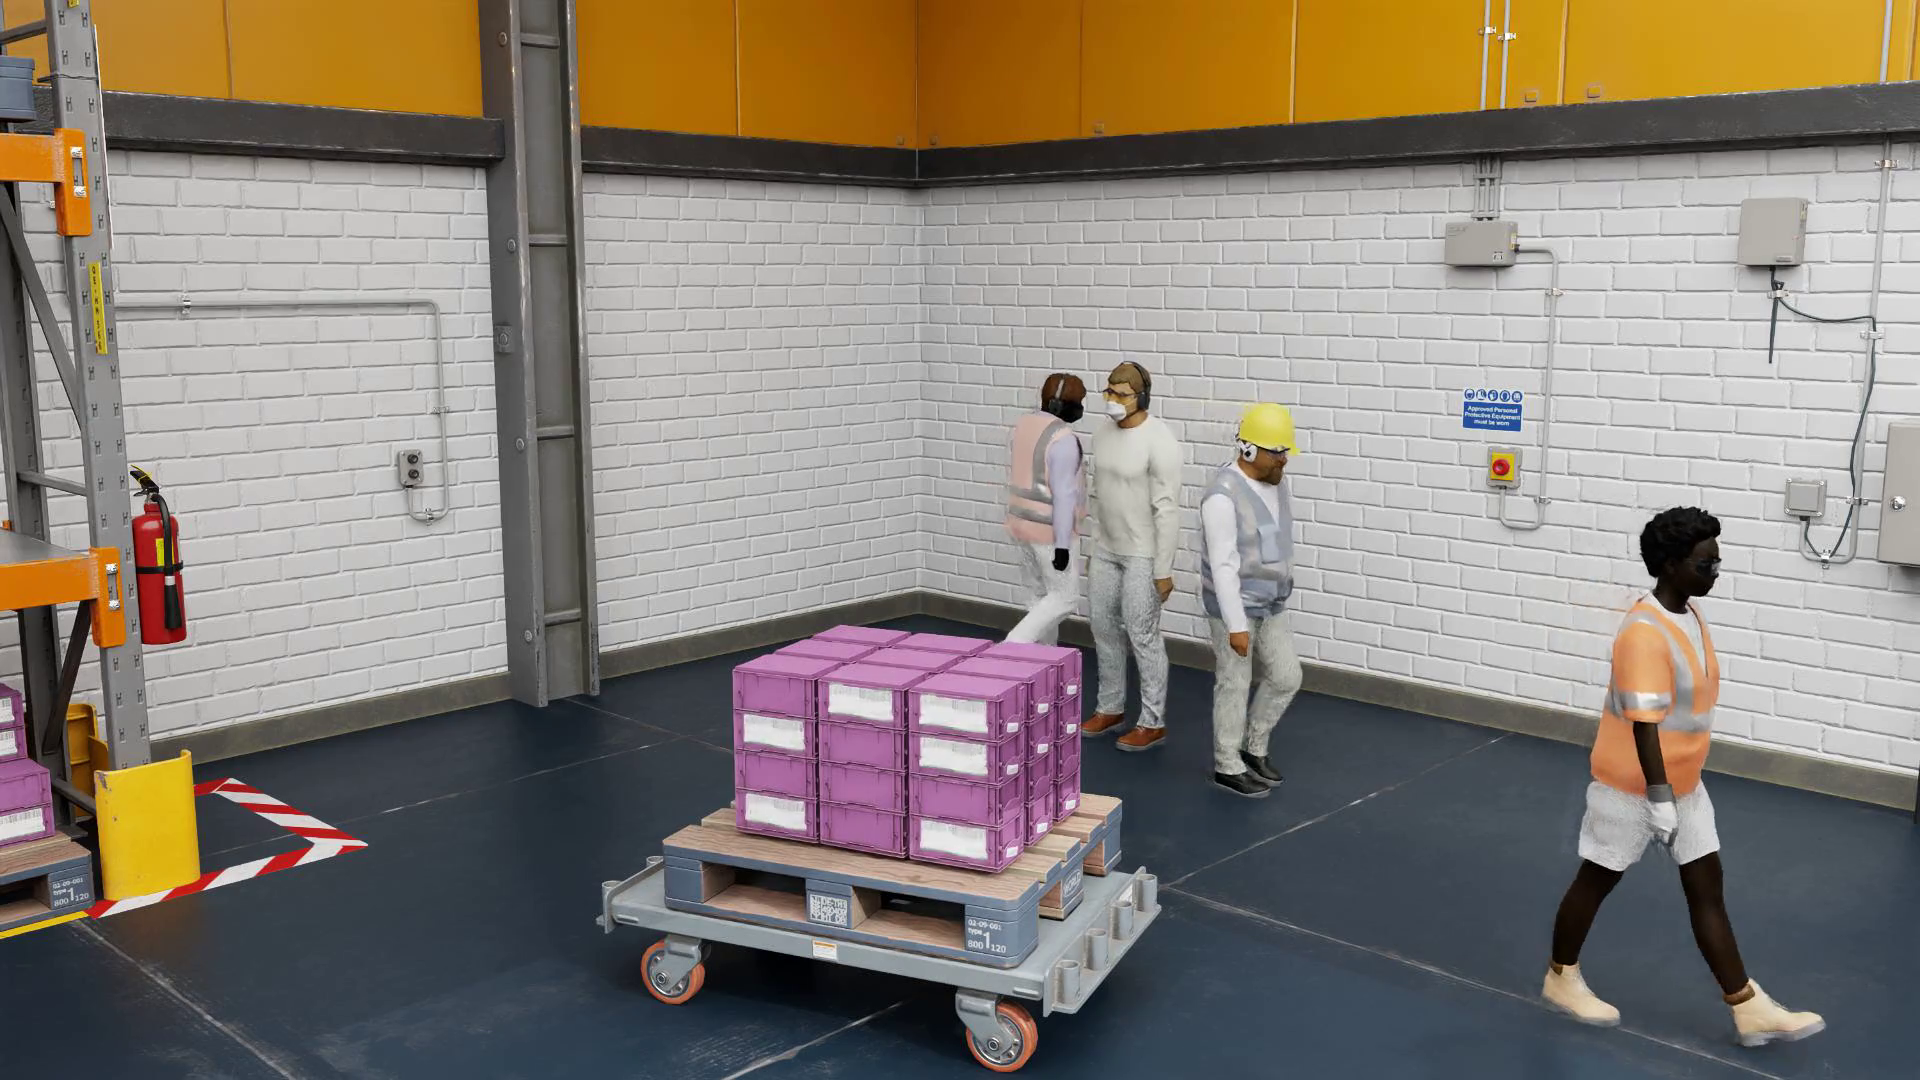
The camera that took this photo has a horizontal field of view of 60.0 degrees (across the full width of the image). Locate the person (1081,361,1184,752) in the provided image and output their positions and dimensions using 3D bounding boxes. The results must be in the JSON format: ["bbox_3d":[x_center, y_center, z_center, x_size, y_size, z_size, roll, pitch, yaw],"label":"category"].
[{"bbox_3d":[0.843,0.081,8.181,0.387,1.923,0.640,-6,11,-32],"label":"person"}]

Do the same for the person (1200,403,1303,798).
[{"bbox_3d":[1.297,0.288,7.332,0.483,1.790,0.634,9,13,42],"label":"person"}]

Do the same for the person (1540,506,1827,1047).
[{"bbox_3d":[2.175,0.729,4.993,0.847,1.650,0.554,9,13,42],"label":"person"}]

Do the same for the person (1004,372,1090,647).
[{"bbox_3d":[0.442,-0.039,9.313,0.609,1.809,0.694,-4,10,-24],"label":"person"}]
